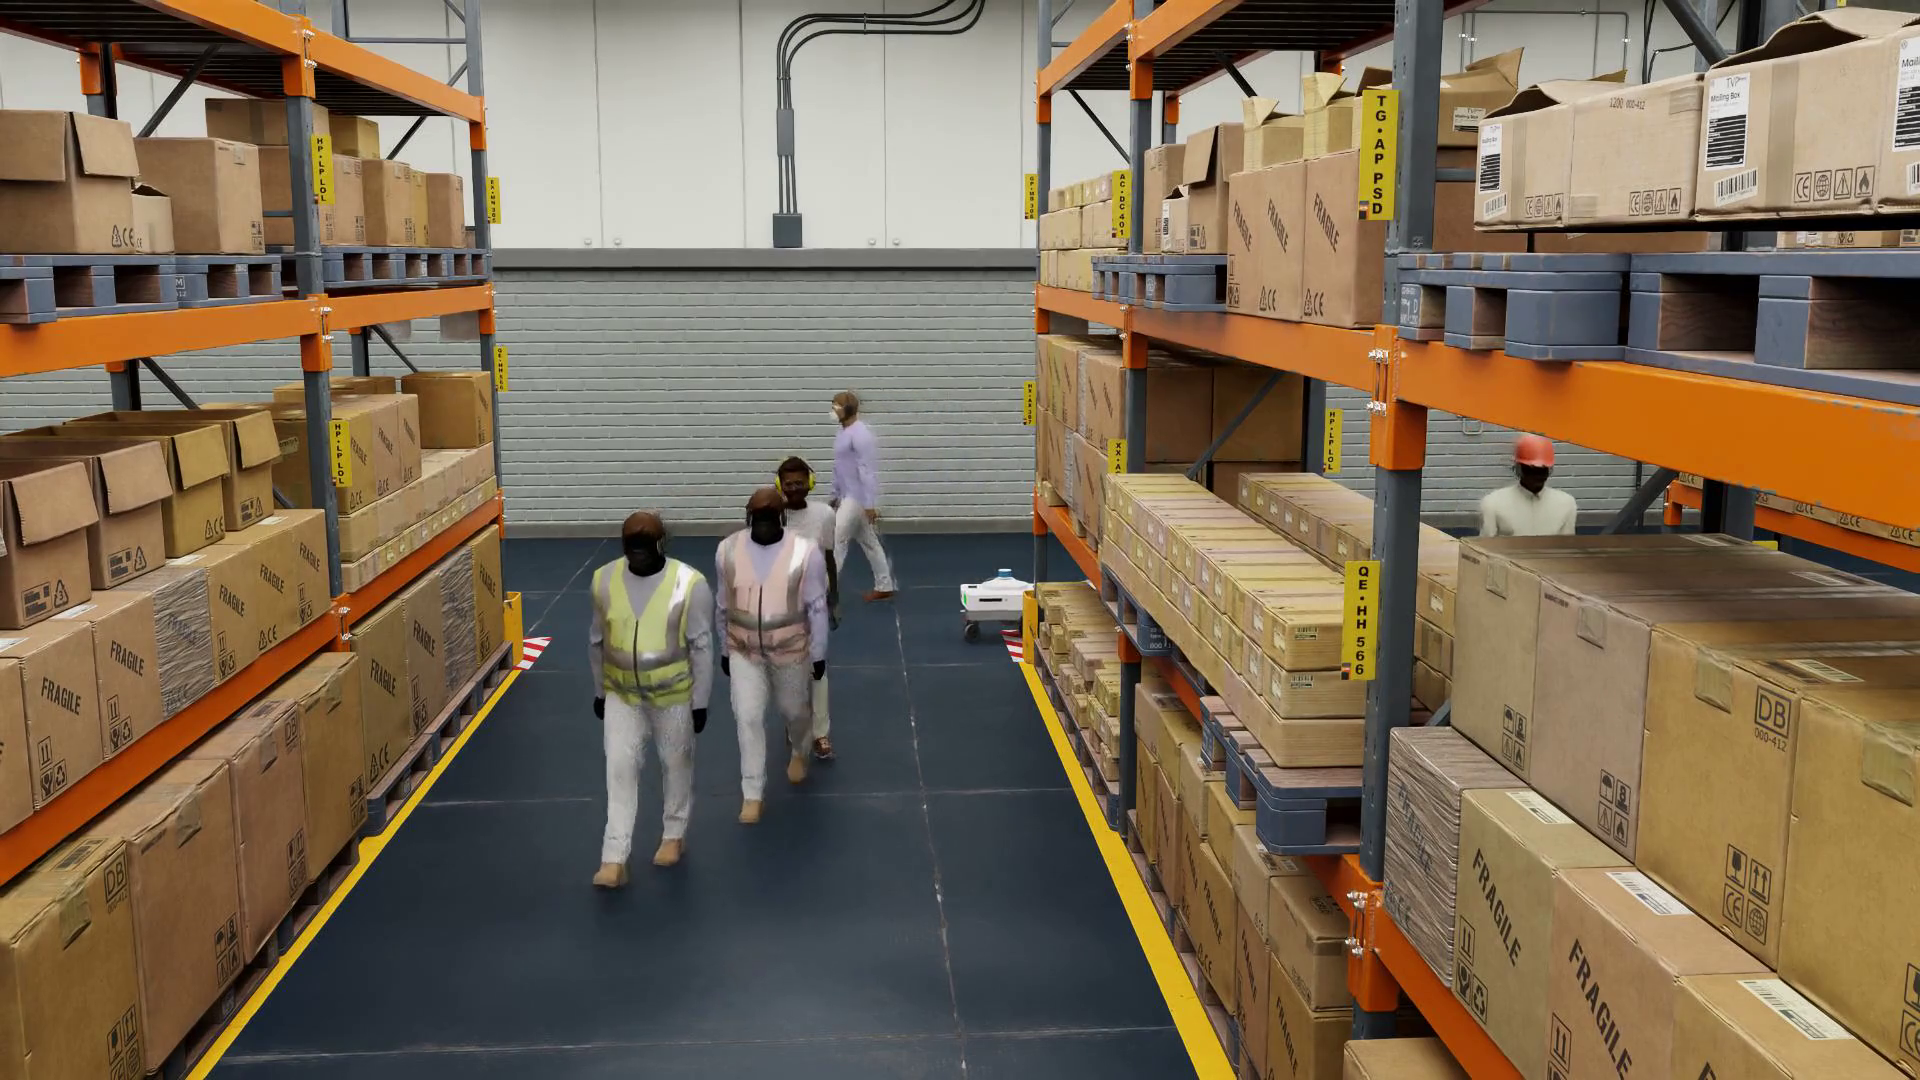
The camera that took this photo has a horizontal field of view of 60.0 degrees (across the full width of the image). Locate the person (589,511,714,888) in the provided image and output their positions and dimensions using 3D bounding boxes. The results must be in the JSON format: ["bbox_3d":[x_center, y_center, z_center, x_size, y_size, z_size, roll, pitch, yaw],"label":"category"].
[{"bbox_3d":[-1.530,0.777,8.040,0.660,1.806,0.874,1,10,7],"label":"person"}]

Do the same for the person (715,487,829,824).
[{"bbox_3d":[-1.030,0.579,9.241,0.637,1.815,0.870,1,10,5],"label":"person"}]

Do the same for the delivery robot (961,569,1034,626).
[{"bbox_3d":[0.356,0.472,13.255,0.707,0.478,0.477,0,10,-2],"label":"delivery robot"}]

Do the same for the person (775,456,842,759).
[{"bbox_3d":[-0.963,0.418,10.091,0.543,1.832,0.865,-2,10,-12],"label":"person"}]

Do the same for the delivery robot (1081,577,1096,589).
[{"bbox_3d":[1.048,0.493,13.134,0.707,0.478,0.477,-6,11,-30],"label":"delivery robot"}]

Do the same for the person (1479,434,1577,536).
[{"bbox_3d":[3.479,0.318,10.265,0.616,1.979,0.482,0,10,-2],"label":"person"}]

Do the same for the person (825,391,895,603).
[{"bbox_3d":[-1.010,-0.346,14.435,1.004,1.882,0.666,-3,10,-17],"label":"person"}]
